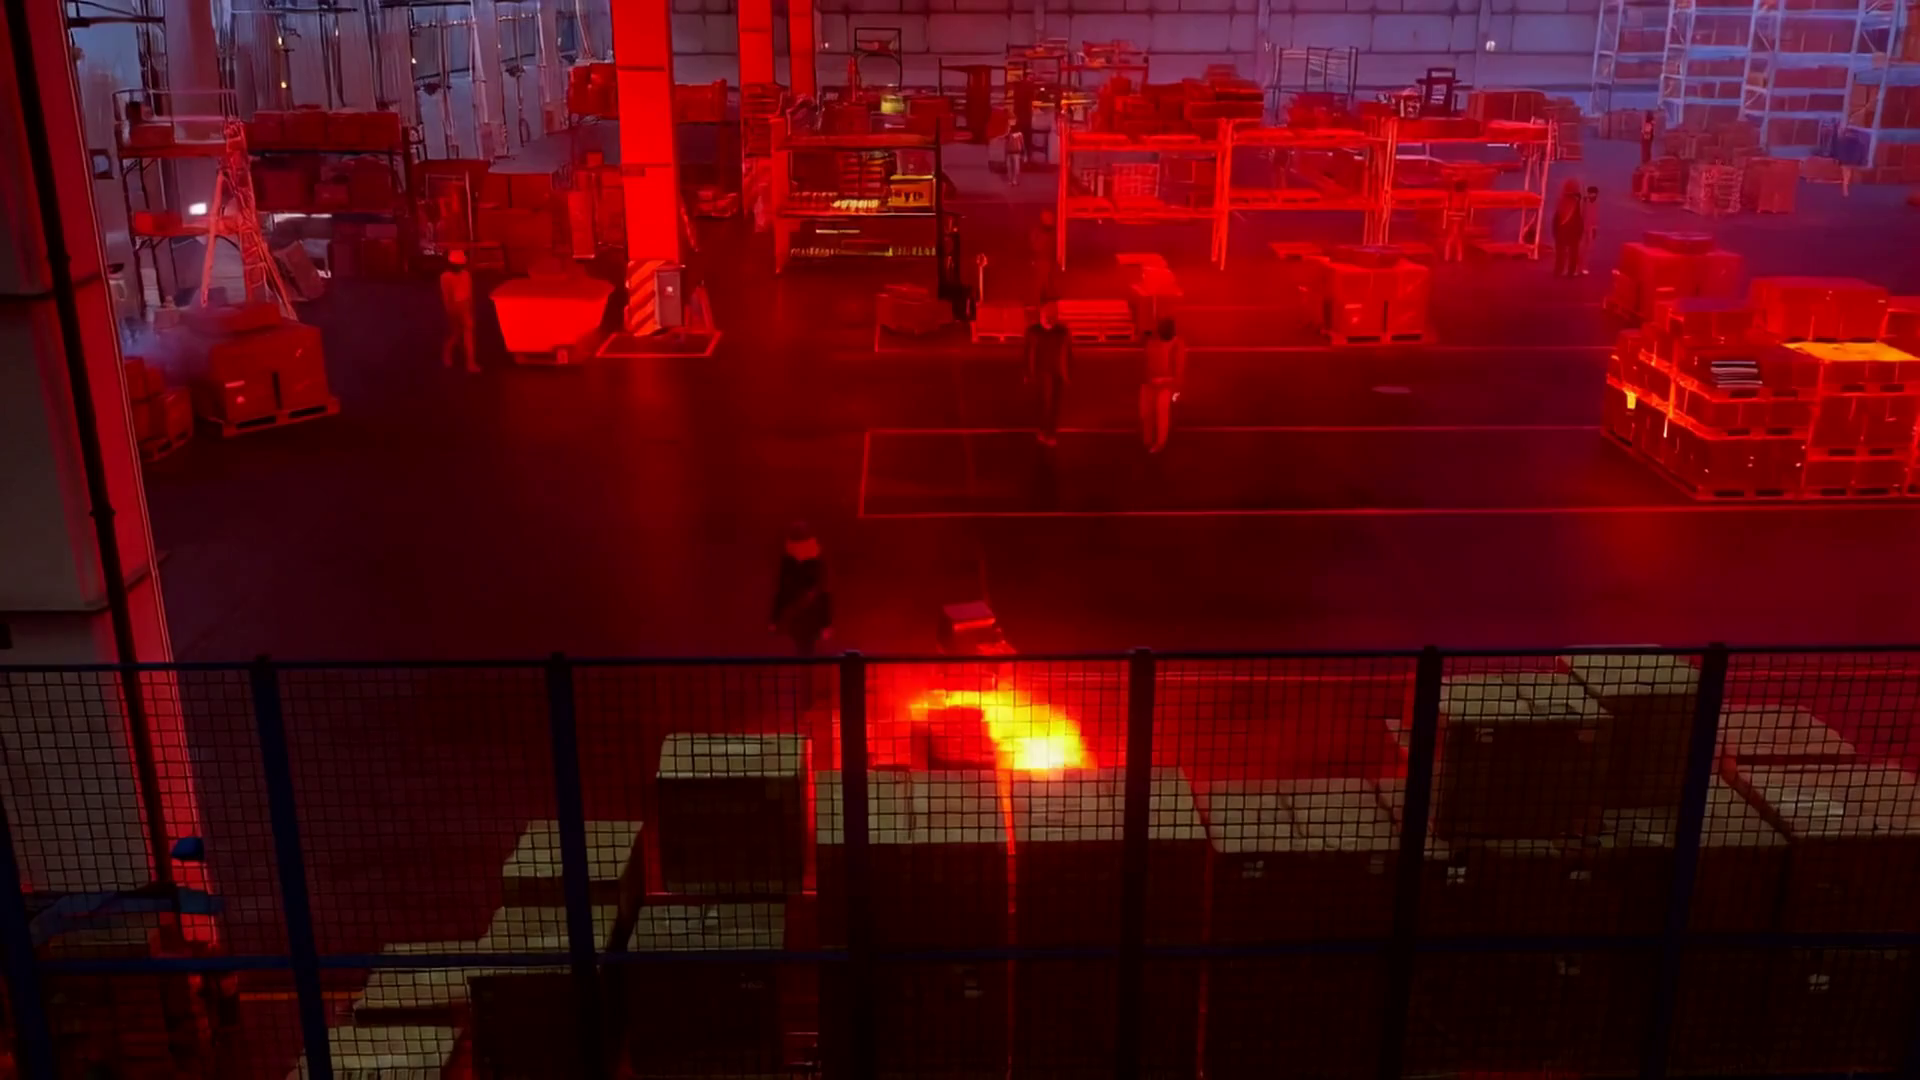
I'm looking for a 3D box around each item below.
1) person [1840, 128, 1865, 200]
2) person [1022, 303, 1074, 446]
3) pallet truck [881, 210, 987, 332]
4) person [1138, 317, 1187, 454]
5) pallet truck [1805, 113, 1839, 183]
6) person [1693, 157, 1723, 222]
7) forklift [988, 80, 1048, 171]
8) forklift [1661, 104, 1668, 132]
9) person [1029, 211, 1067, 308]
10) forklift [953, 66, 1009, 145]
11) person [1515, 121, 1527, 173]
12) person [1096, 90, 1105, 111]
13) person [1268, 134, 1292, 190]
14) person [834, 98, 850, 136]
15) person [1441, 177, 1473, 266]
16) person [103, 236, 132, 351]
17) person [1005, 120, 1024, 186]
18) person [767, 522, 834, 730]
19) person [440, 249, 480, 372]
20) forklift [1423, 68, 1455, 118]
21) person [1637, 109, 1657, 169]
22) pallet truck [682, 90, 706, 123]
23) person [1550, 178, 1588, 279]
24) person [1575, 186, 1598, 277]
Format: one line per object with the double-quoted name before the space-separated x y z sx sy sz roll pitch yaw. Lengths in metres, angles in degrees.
"person" 24.914 -10.536 46.538 0.620 1.976 0.700 1 19 2
"person" 1.157 -2.167 21.777 0.665 1.916 0.438 -1 19 -4
"pallet truck" -0.493 -4.759 29.349 1.885 1.965 0.823 -13 23 -34
"person" 2.581 -1.981 21.396 0.661 1.814 0.442 13 22 33
"pallet truck" 26.403 -11.957 50.702 0.823 1.965 1.885 6 19 16
"person" 18.935 -8.838 42.020 0.674 1.614 0.540 -6 20 -18
"forklift" 1.865 -13.266 53.226 1.873 2.768 1.129 0 19 -1
"forklift" 28.995 -17.685 66.336 1.873 2.768 1.129 0 19 -1
"person" 1.680 -5.234 31.061 0.900 1.803 0.631 -6 19 -16
"forklift" 0.809 -16.239 62.045 1.873 2.768 1.129 -10 21 -26
"person" 17.755 -12.455 52.733 0.522 1.640 0.306 -17 25 -41
"person" 5.256 -16.032 62.923 0.747 1.916 0.551 -7 20 -20
"person" 8.798 -10.281 45.848 0.644 1.919 0.513 0 19 -1
"person" -4.165 -14.783 59.269 0.645 1.890 0.994 -10 21 -27
"person" 10.637 -6.815 35.628 0.576 1.882 0.355 9 21 26
"person" -14.000 -4.041 27.327 0.594 1.925 0.378 -13 23 -35
"person" 1.602 -11.538 49.569 0.594 1.924 0.384 10 21 27
"person" -1.348 0.686 13.632 0.493 1.718 0.736 15 24 38
"person" -7.865 -3.599 26.032 0.560 1.921 0.730 -16 25 -40
"forklift" 17.382 -15.723 60.515 1.129 2.768 1.873 -1 19 -1
"person" 22.333 -13.005 53.952 0.396 1.911 0.588 -4 19 -12
"pallet truck" -9.671 -15.907 62.421 0.823 1.965 1.885 5 19 15
"person" 12.464 -6.398 34.145 0.688 2.000 0.536 -6 20 -17
"person" 12.970 -6.385 34.379 0.532 1.865 0.311 -11 22 -30
